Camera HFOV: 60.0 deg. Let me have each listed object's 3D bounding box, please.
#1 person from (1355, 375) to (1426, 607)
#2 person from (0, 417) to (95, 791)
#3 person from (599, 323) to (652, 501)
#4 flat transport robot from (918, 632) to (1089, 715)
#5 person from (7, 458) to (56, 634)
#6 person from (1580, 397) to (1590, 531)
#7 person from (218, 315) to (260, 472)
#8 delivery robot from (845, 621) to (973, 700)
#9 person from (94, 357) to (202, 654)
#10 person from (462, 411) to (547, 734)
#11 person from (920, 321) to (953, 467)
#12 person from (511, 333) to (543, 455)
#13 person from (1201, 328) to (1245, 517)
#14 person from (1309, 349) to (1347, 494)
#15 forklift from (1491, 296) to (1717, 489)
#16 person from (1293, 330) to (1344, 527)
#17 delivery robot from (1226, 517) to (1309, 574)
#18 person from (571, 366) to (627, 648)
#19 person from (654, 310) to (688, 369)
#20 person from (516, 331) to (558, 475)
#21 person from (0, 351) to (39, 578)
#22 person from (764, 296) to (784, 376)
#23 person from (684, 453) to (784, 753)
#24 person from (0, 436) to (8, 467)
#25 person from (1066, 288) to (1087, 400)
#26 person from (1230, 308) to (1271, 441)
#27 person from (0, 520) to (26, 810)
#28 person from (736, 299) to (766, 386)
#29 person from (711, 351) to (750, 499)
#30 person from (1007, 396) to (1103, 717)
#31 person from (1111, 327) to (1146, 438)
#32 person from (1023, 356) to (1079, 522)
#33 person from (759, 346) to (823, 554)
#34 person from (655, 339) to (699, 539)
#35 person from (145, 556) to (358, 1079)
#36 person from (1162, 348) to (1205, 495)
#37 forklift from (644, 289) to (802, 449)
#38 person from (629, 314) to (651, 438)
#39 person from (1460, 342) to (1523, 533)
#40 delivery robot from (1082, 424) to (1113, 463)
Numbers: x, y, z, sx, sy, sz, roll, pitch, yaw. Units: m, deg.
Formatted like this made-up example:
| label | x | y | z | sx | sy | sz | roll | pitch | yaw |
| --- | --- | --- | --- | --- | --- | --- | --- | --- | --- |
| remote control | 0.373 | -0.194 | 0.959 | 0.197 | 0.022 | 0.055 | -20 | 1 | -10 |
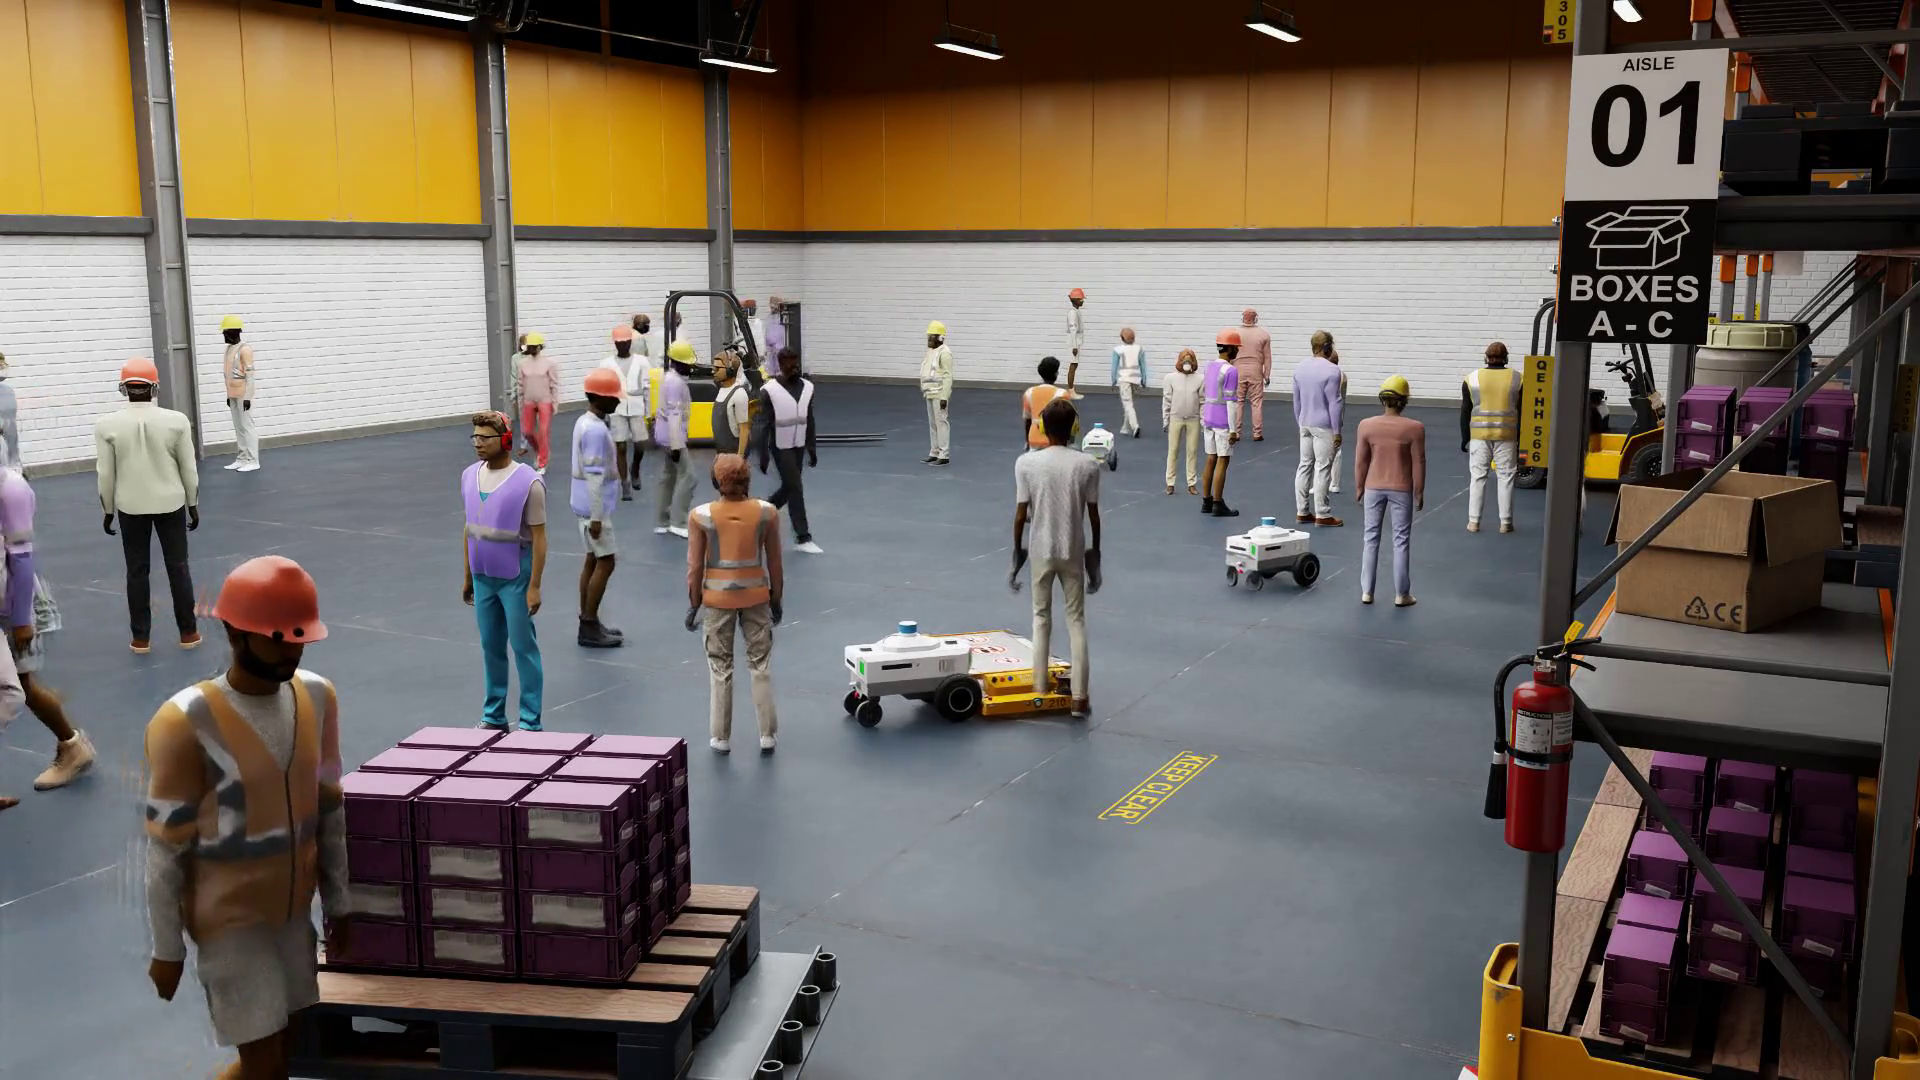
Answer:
| label | x | y | z | sx | sy | sz | roll | pitch | yaw |
| --- | --- | --- | --- | --- | --- | --- | --- | --- | --- |
| person | 3.284 | -0.375 | 12.701 | 0.532 | 1.765 | 0.328 | 5 | 11 | 28 |
| person | -4.707 | 0.296 | 8.102 | 0.627 | 2.025 | 0.778 | 6 | 11 | 30 |
| person | -3.645 | -1.402 | 18.161 | 0.555 | 1.927 | 0.516 | -3 | 10 | -15 |
| flat transport robot | 0.214 | 0.788 | 10.286 | 0.652 | 0.197 | 1.431 | -3 | 10 | -19 |
| person | -6.707 | -0.113 | 11.391 | 0.577 | 1.683 | 0.896 | 9 | 13 | 43 |
| person | 5.878 | -0.885 | 16.110 | 0.534 | 1.599 | 0.736 | 1 | 10 | 5 |
| person | -8.903 | -1.807 | 20.522 | 0.590 | 1.927 | 0.367 | 9 | 13 | 42 |
| delivery robot | -0.299 | 0.713 | 9.626 | 0.707 | 0.478 | 0.477 | -4 | 10 | -19 |
| person | -5.452 | -0.232 | 11.202 | 0.611 | 1.996 | 0.379 | -5 | 11 | -24 |
| person | -2.477 | 0.215 | 9.061 | 0.563 | 1.843 | 0.390 | 5 | 11 | 28 |
| person | -0.304 | -1.845 | 21.007 | 0.404 | 1.831 | 0.601 | -4 | 11 | -21 |
| person | -5.728 | -1.936 | 22.116 | 0.506 | 1.632 | 0.271 | 2 | 10 | 13 |
| person | 2.700 | -1.199 | 17.020 | 0.390 | 1.929 | 0.539 | -4 | 11 | -21 |
| person | 4.081 | -1.315 | 18.502 | 0.514 | 1.641 | 0.309 | -6 | 11 | -30 |
| forklift | 7.296 | -1.677 | 18.993 | 2.313 | 2.155 | 1.214 | 5 | 11 | 27 |
| person | 3.530 | -1.094 | 16.359 | 0.372 | 1.940 | 0.630 | -6 | 11 | -30 |
| delivery robot | 2.483 | 0.059 | 13.413 | 0.707 | 0.478 | 0.477 | -7 | 12 | -36 |
| person | -2.479 | -0.235 | 11.441 | 0.413 | 1.922 | 0.651 | -3 | 10 | -17 |
| person | -4.370 | -2.520 | 24.853 | 0.630 | 1.862 | 0.617 | 7 | 12 | 35 |
| person | -5.126 | -1.671 | 20.233 | 0.535 | 1.750 | 0.465 | 1 | 10 | 6 |
| person | -7.797 | -0.591 | 13.464 | 0.357 | 1.935 | 0.642 | 0 | 10 | 1 |
| person | -3.380 | -3.610 | 31.075 | 0.651 | 1.889 | 0.651 | 9 | 14 | 43 |
| person | -1.202 | 0.358 | 8.908 | 0.542 | 1.639 | 0.464 | -3 | 10 | -18 |
| person | -6.264 | -0.087 | 10.446 | 0.607 | 1.967 | 0.367 | 1 | 10 | 5 |
| person | 2.133 | -3.588 | 30.493 | 0.374 | 2.042 | 0.615 | 1 | 10 | 6 |
| person | 4.119 | -2.361 | 23.788 | 0.652 | 1.906 | 0.403 | 2 | 10 | 12 |
| person | -4.712 | 0.407 | 7.836 | 0.657 | 1.881 | 0.480 | 6 | 11 | 31 |
| person | -3.738 | -3.329 | 29.503 | 0.580 | 1.868 | 0.511 | 8 | 13 | 40 |
| person | -2.000 | -0.717 | 14.446 | 0.345 | 1.847 | 0.504 | -6 | 11 | -30 |
| person | 0.562 | 0.101 | 9.649 | 0.534 | 1.867 | 0.309 | 0 | 10 | -1 |
| person | 2.501 | -2.303 | 24.344 | 0.526 | 1.605 | 0.817 | -3 | 10 | -19 |
| person | 0.887 | -0.949 | 16.226 | 0.552 | 1.695 | 0.388 | 8 | 12 | 37 |
| person | -1.609 | -0.826 | 15.030 | 0.878 | 1.873 | 0.608 | 8 | 12 | 38 |
| person | -2.661 | -0.943 | 15.660 | 0.483 | 1.884 | 0.668 | -2 | 10 | -14 |
| person | -1.842 | 0.979 | 4.429 | 0.457 | 1.912 | 0.544 | 4 | 11 | 23 |
| person | 2.498 | -1.313 | 18.512 | 0.497 | 1.632 | 0.289 | 0 | 10 | 1 |
| forklift | -3.358 | -2.392 | 23.136 | 2.313 | 2.155 | 1.214 | -1 | 10 | -5 |
| person | -4.689 | -2.379 | 24.222 | 0.695 | 1.802 | 0.646 | -4 | 10 | -21 |
| person | 5.137 | -0.984 | 16.022 | 0.622 | 1.838 | 0.429 | 3 | 10 | 19 |
| delivery robot | 1.724 | -1.208 | 20.749 | 0.477 | 0.478 | 0.707 | 2 | 10 | 9 |
